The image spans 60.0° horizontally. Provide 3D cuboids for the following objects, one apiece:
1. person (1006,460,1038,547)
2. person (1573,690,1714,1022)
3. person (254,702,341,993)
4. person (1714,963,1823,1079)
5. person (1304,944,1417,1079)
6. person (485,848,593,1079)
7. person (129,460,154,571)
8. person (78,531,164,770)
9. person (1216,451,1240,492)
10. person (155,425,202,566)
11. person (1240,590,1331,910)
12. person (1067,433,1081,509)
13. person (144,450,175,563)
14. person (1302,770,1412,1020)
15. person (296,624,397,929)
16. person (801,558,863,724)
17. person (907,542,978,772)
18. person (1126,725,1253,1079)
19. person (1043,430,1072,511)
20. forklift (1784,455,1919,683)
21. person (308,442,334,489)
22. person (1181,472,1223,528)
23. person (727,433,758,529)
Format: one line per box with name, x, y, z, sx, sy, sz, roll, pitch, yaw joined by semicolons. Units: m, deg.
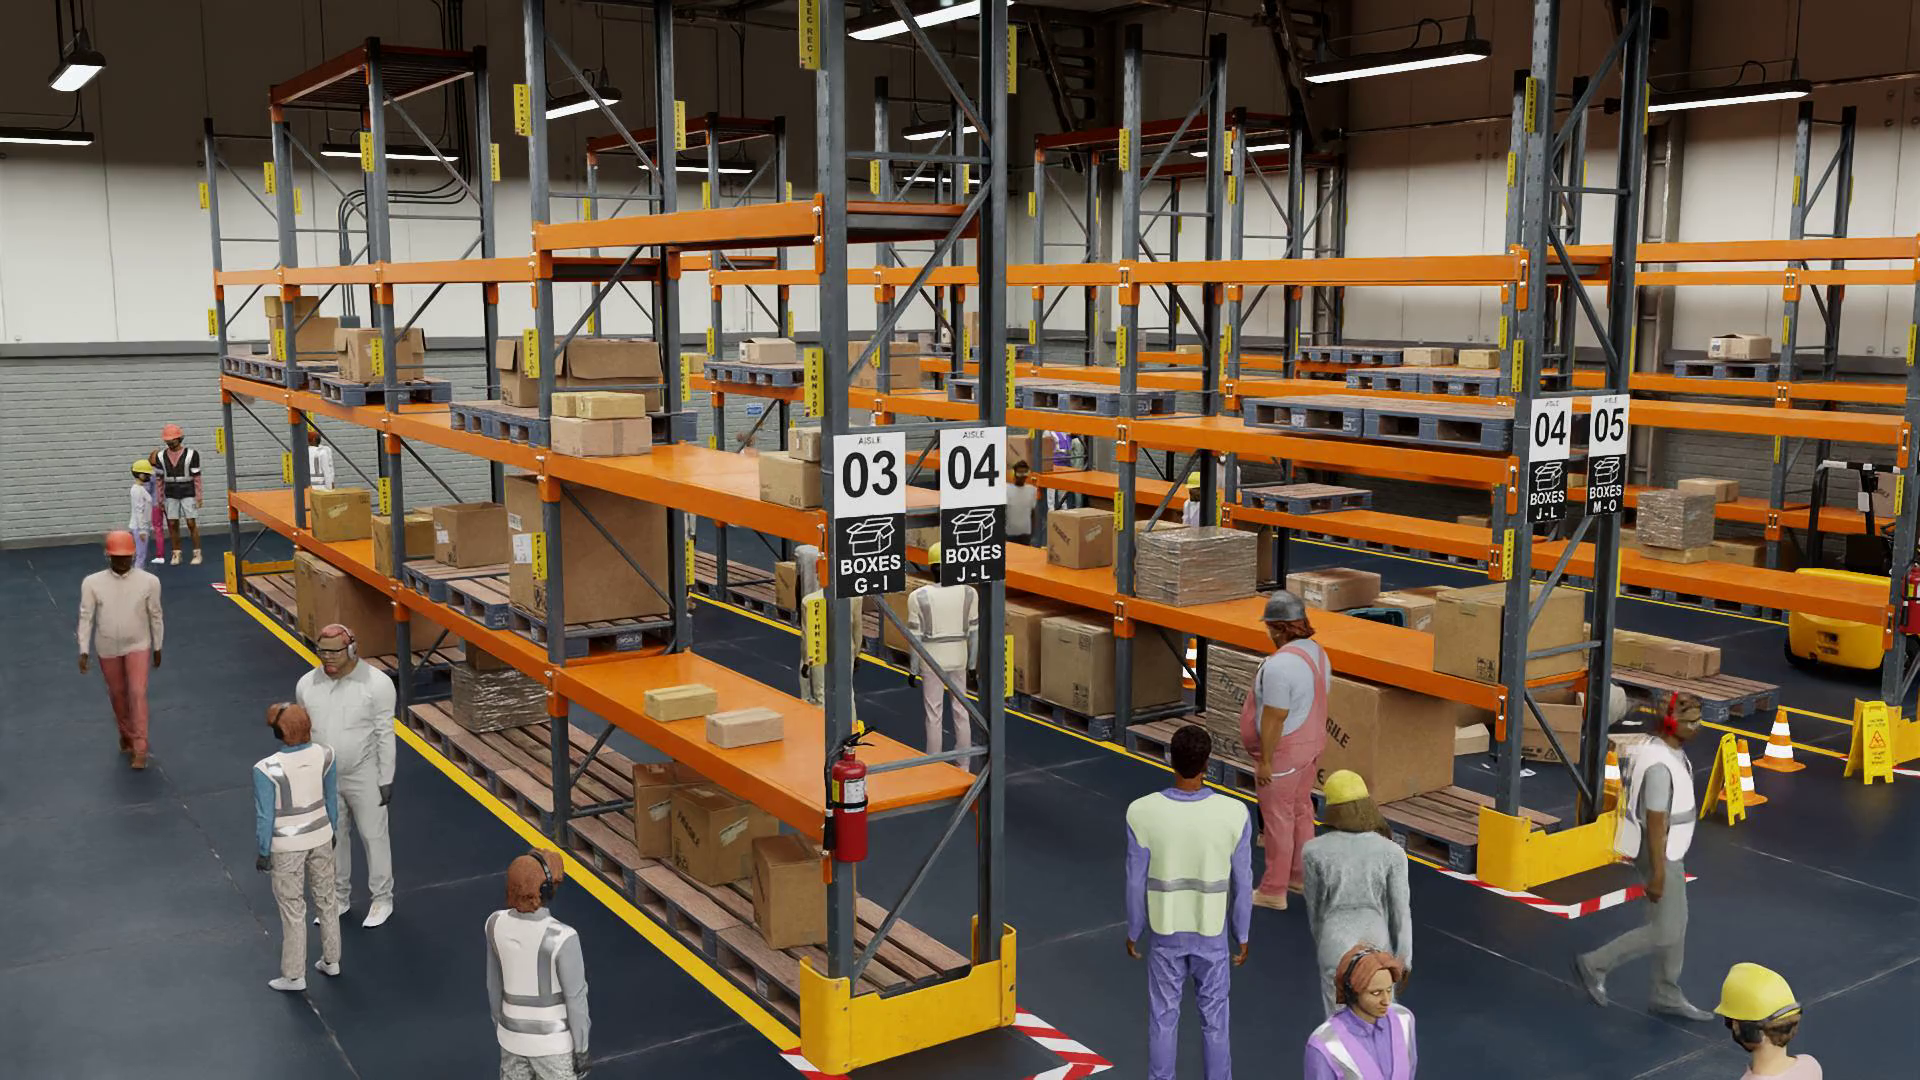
person;0.697;-0.083;20.538;0.538;1.854;0.504;-2;9;-12
person;3.708;1.682;8.889;0.637;1.829;0.576;4;10;27
person;-3.700;1.707;9.317;0.307;1.644;0.511;5;10;32
person;2.576;2.235;5.419;0.523;1.760;0.327;-7;11;-37
person;1.420;2.222;5.928;0.519;1.633;0.312;-5;10;-32
person;-1.730;2.077;6.861;0.511;1.640;0.308;5;10;28
person;-10.435;-0.146;21.268;0.337;1.761;0.526;-4;9;-23
person;-6.959;0.881;13.829;0.625;1.952;1.014;-3;9;-21
person;3.874;-0.570;24.507;0.499;1.634;0.280;3;9;19
person;-11.100;-0.630;23.625;0.614;2.028;0.409;-1;9;-6
person;2.057;1.311;10.631;0.535;2.000;0.685;6;11;37
person;1.970;-1.227;28.878;0.274;1.633;0.507;-1;9;-9
person;-11.472;-0.479;23.901;0.278;1.634;0.497;7;11;40
person;1.840;1.918;7.787;0.494;1.680;0.801;1;9;6
person;-3.778;1.447;10.223;0.635;1.900;0.398;1;9;5
person;-1.078;0.965;13.897;0.560;1.749;0.329;-5;10;-29
person;-0.142;0.975;13.254;0.589;1.924;0.383;-3;9;-18
person;1.060;1.806;7.737;0.587;1.920;0.391;1;9;7
person;1.731;-1.325;28.841;0.625;1.846;0.429;-7;11;-37
forklift;9.643;0.253;17.172;2.313;2.155;1.214;-6;10;-33
person;-10.300;-0.935;26.587;0.576;1.739;0.349;-4;9;-24
person;2.784;0.109;19.383;0.403;1.822;0.596;-6;10;-35
person;-3.486;-0.944;27.132;0.526;1.591;0.870;-8;12;-43
